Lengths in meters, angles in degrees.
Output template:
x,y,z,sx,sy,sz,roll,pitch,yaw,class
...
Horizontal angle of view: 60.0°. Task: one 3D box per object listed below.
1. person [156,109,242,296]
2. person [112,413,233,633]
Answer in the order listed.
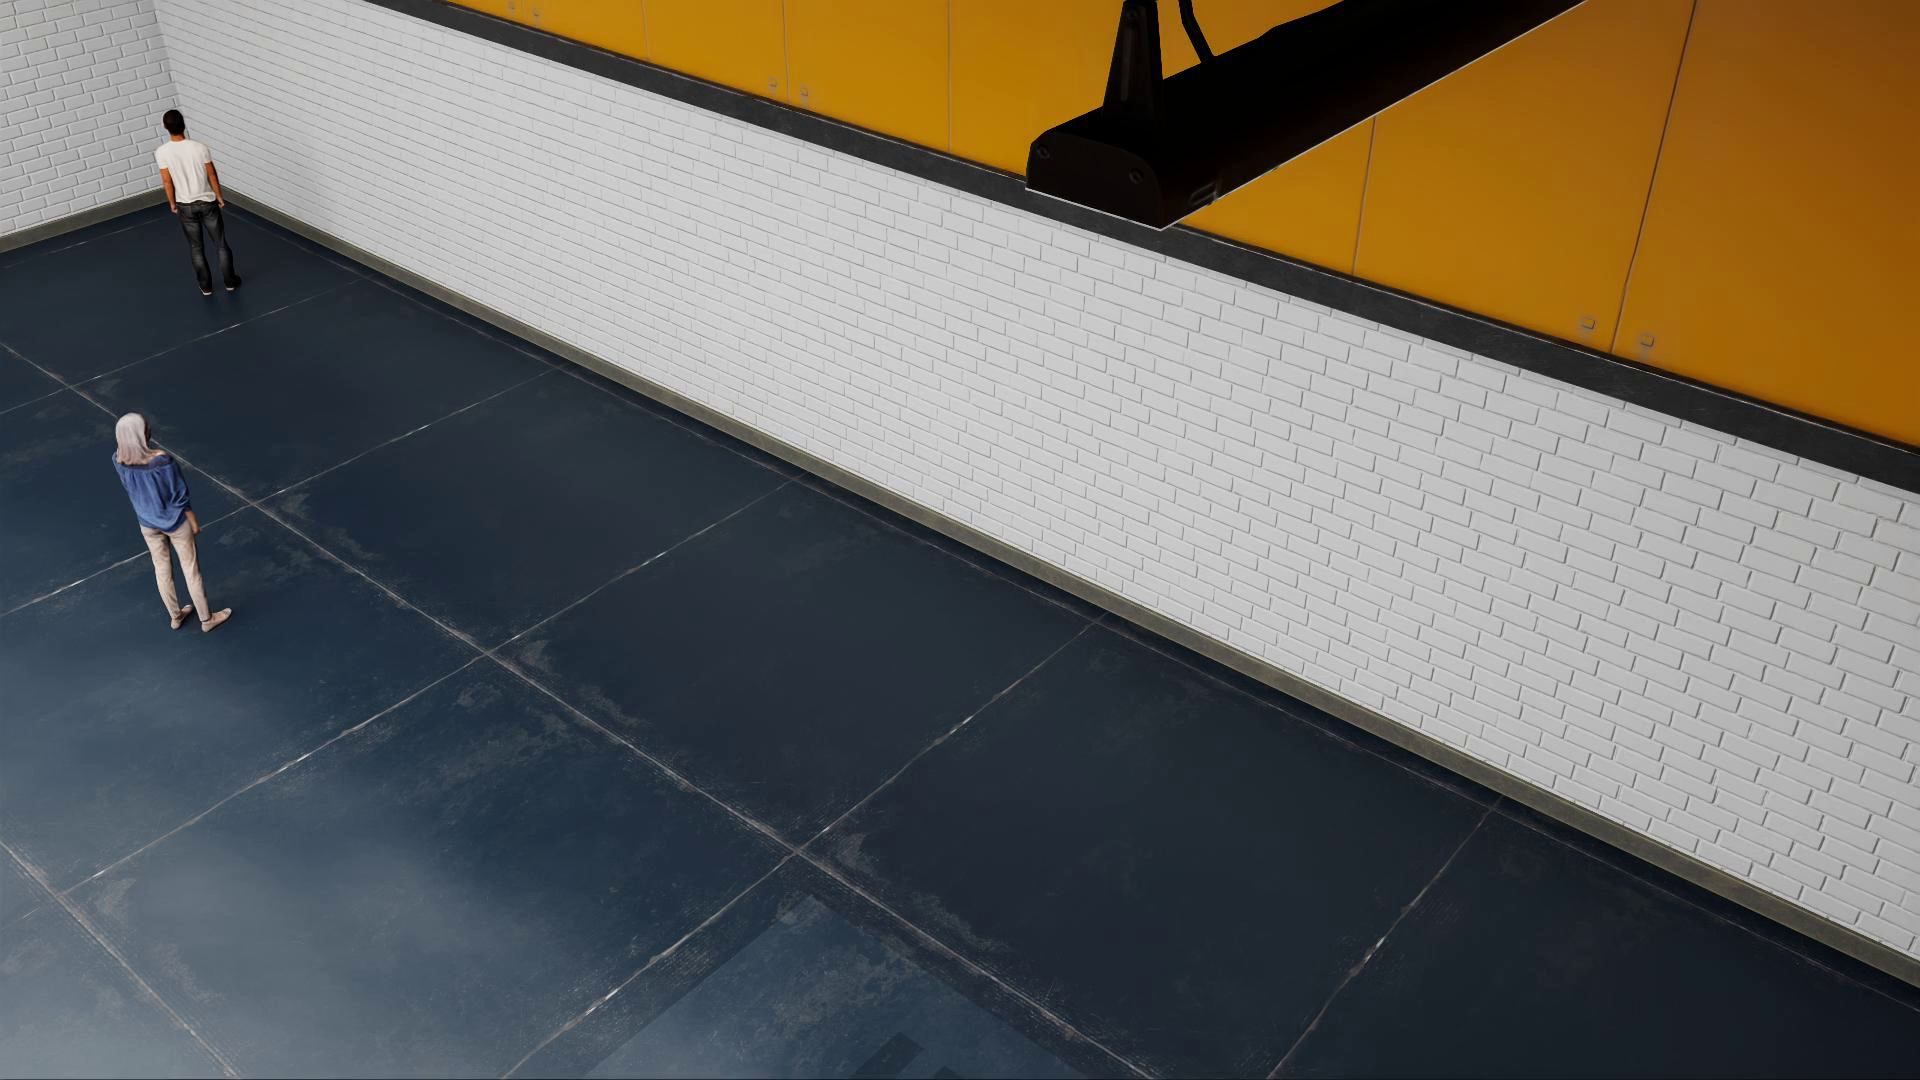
x,y,z,sx,sy,sz,roll,pitch,yaw,class
-7.300,-3.228,15.891,0.636,1.804,0.771,-13,36,-19,person
-5.407,-0.117,11.309,0.705,1.694,0.727,5,34,7,person
